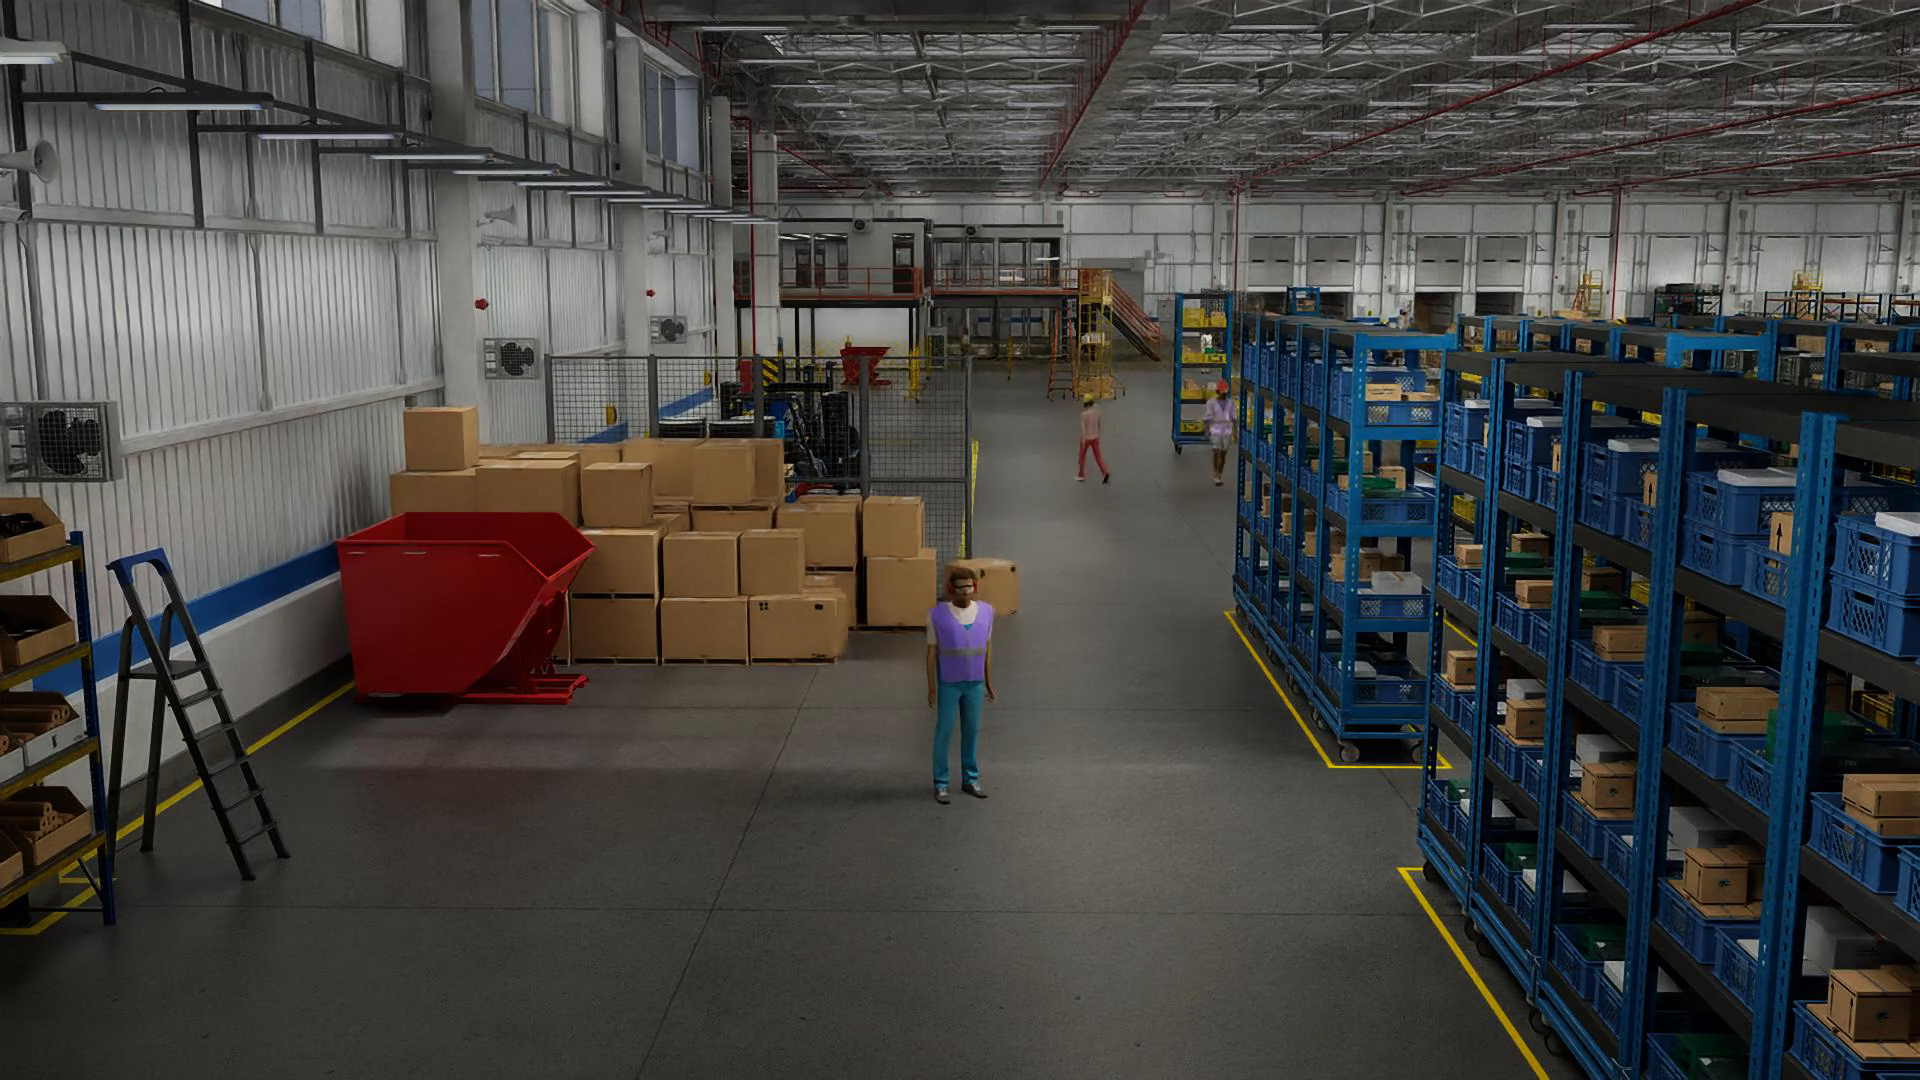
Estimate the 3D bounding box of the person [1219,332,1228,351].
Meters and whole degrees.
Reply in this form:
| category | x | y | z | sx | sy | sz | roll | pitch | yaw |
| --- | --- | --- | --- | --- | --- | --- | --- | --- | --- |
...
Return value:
| category | x | y | z | sx | sy | sz | roll | pitch | yaw |
| --- | --- | --- | --- | --- | --- | --- | --- | --- | --- |
| person | 12.336 | -9.468 | 77.919 | 0.386 | 1.921 | 0.596 | 7 | 12 | 37 |

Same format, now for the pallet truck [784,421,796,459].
| category | x | y | z | sx | sy | sz | roll | pitch | yaw |
| --- | --- | --- | --- | --- | --- | --- | --- | --- | --- |
| pallet truck | -4.013 | -1.793 | 32.705 | 1.601 | 1.201 | 0.680 | 0 | 9 | 1 |

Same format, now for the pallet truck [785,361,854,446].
| category | x | y | z | sx | sy | sz | roll | pitch | yaw |
| --- | --- | --- | --- | --- | --- | --- | --- | --- | --- |
| pallet truck | -3.410 | -3.193 | 38.978 | 1.885 | 1.965 | 0.823 | 0 | 9 | -1 |

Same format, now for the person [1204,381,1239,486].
| category | x | y | z | sx | sy | sz | roll | pitch | yaw |
| --- | --- | --- | --- | --- | --- | --- | --- | --- | --- |
| person | 5.014 | -2.014 | 31.652 | 0.636 | 2.009 | 0.924 | -1 | 9 | -6 |

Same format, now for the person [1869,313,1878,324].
| category | x | y | z | sx | sy | sz | roll | pitch | yaw |
| --- | --- | --- | --- | --- | --- | --- | --- | --- | --- |
| person | 46.796 | -10.635 | 85.146 | 0.639 | 1.920 | 0.577 | -7 | 11 | -35 |

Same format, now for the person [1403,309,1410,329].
| category | x | y | z | sx | sy | sz | roll | pitch | yaw |
| --- | --- | --- | --- | --- | --- | --- | --- | --- | --- |
| person | 25.499 | -12.258 | 95.229 | 0.480 | 1.897 | 0.644 | 4 | 10 | 22 |

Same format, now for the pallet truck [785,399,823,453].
| category | x | y | z | sx | sy | sz | roll | pitch | yaw |
| --- | --- | --- | --- | --- | --- | --- | --- | --- | --- |
| pallet truck | -3.814 | -2.432 | 36.419 | 1.630 | 1.274 | 0.653 | 0 | 9 | 1 |

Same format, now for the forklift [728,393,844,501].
| category | x | y | z | sx | sy | sz | roll | pitch | yaw |
| --- | --- | --- | --- | --- | --- | --- | --- | --- | --- |
| forklift | -2.979 | -1.316 | 26.476 | 2.680 | 1.987 | 1.157 | 0 | 9 | 1 |

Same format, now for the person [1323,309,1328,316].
| category | x | y | z | sx | sy | sz | roll | pitch | yaw |
| --- | --- | --- | --- | --- | --- | --- | --- | --- | --- |
| person | 21.593 | -12.679 | 97.984 | 0.797 | 1.844 | 0.526 | 1 | 9 | 5 |

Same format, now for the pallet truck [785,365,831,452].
| category | x | y | z | sx | sy | sz | roll | pitch | yaw |
| --- | --- | --- | --- | --- | --- | --- | --- | --- | --- |
| pallet truck | -3.774 | -2.976 | 37.635 | 1.885 | 1.965 | 0.823 | 1 | 9 | 5 |

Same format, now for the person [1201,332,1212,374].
| category | x | y | z | sx | sy | sz | roll | pitch | yaw |
| --- | --- | --- | --- | --- | --- | --- | --- | --- | --- |
| person | 9.776 | -7.510 | 65.957 | 0.579 | 1.881 | 0.342 | -7 | 12 | -37 |

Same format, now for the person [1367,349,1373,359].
| category | x | y | z | sx | sy | sz | roll | pitch | yaw |
| --- | --- | --- | --- | --- | --- | --- | --- | --- | --- |
| person | 12.969 | -5.244 | 52.184 | 0.405 | 1.824 | 0.586 | -1 | 9 | -6 |

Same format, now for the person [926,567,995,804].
| category | x | y | z | sx | sy | sz | roll | pitch | yaw |
| --- | --- | --- | --- | --- | --- | --- | --- | --- | --- |
| person | -0.001 | 1.108 | 12.911 | 0.566 | 1.844 | 0.381 | -4 | 10 | -25 |

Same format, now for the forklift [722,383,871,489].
| category | x | y | z | sx | sy | sz | roll | pitch | yaw |
| --- | --- | --- | --- | --- | --- | --- | --- | --- | --- |
| forklift | -2.893 | -1.687 | 28.729 | 2.680 | 1.987 | 1.157 | 0 | 9 | -1 |

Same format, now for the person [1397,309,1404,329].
| category | x | y | z | sx | sy | sz | roll | pitch | yaw |
| --- | --- | --- | --- | --- | --- | --- | --- | --- | --- |
| person | 24.831 | -12.037 | 93.690 | 0.409 | 1.943 | 0.615 | 7 | 12 | 38 |

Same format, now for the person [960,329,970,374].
| category | x | y | z | sx | sy | sz | roll | pitch | yaw |
| --- | --- | --- | --- | --- | --- | --- | --- | --- | --- |
| person | 0.185 | -7.470 | 65.950 | 0.484 | 1.811 | 0.523 | -2 | 9 | -12 |

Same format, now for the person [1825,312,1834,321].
| category | x | y | z | sx | sy | sz | roll | pitch | yaw |
| --- | --- | --- | --- | --- | --- | --- | --- | --- | --- |
| person | 46.368 | -11.203 | 88.787 | 0.983 | 1.874 | 0.568 | -4 | 10 | -22 |

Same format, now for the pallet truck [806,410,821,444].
| category | x | y | z | sx | sy | sz | roll | pitch | yaw |
| --- | --- | --- | --- | --- | --- | --- | --- | --- | --- |
| pallet truck | -3.559 | -2.018 | 33.905 | 1.522 | 1.261 | 0.704 | 0 | 9 | -1 |

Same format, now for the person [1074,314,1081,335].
| category | x | y | z | sx | sy | sz | roll | pitch | yaw |
| --- | --- | --- | --- | --- | --- | --- | --- | --- | --- |
| person | 6.838 | -12.367 | 95.856 | 0.584 | 1.911 | 0.391 | -4 | 10 | -25 |

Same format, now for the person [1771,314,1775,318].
| category | x | y | z | sx | sy | sz | roll | pitch | yaw |
| --- | --- | --- | --- | --- | --- | --- | --- | --- | --- |
| person | 41.297 | -10.528 | 84.577 | 0.579 | 1.891 | 0.964 | 6 | 11 | 34 |

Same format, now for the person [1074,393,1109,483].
| category | x | y | z | sx | sy | sz | roll | pitch | yaw |
| --- | --- | --- | --- | --- | --- | --- | --- | --- | --- |
| person | 2.567 | -1.972 | 32.245 | 0.529 | 1.736 | 0.802 | -5 | 11 | -30 |

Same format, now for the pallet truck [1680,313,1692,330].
| category | x | y | z | sx | sy | sz | roll | pitch | yaw |
| --- | --- | --- | --- | --- | --- | --- | --- | --- | --- |
| pallet truck | 36.315 | -10.531 | 84.244 | 0.823 | 1.965 | 1.885 | -6 | 11 | -33 |

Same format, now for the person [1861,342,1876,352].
| category | x | y | z | sx | sy | sz | roll | pitch | yaw |
| --- | --- | --- | --- | --- | --- | --- | --- | --- | --- |
| person | 31.509 | -6.062 | 57.773 | 0.513 | 1.640 | 0.307 | 6 | 11 | 34 |
